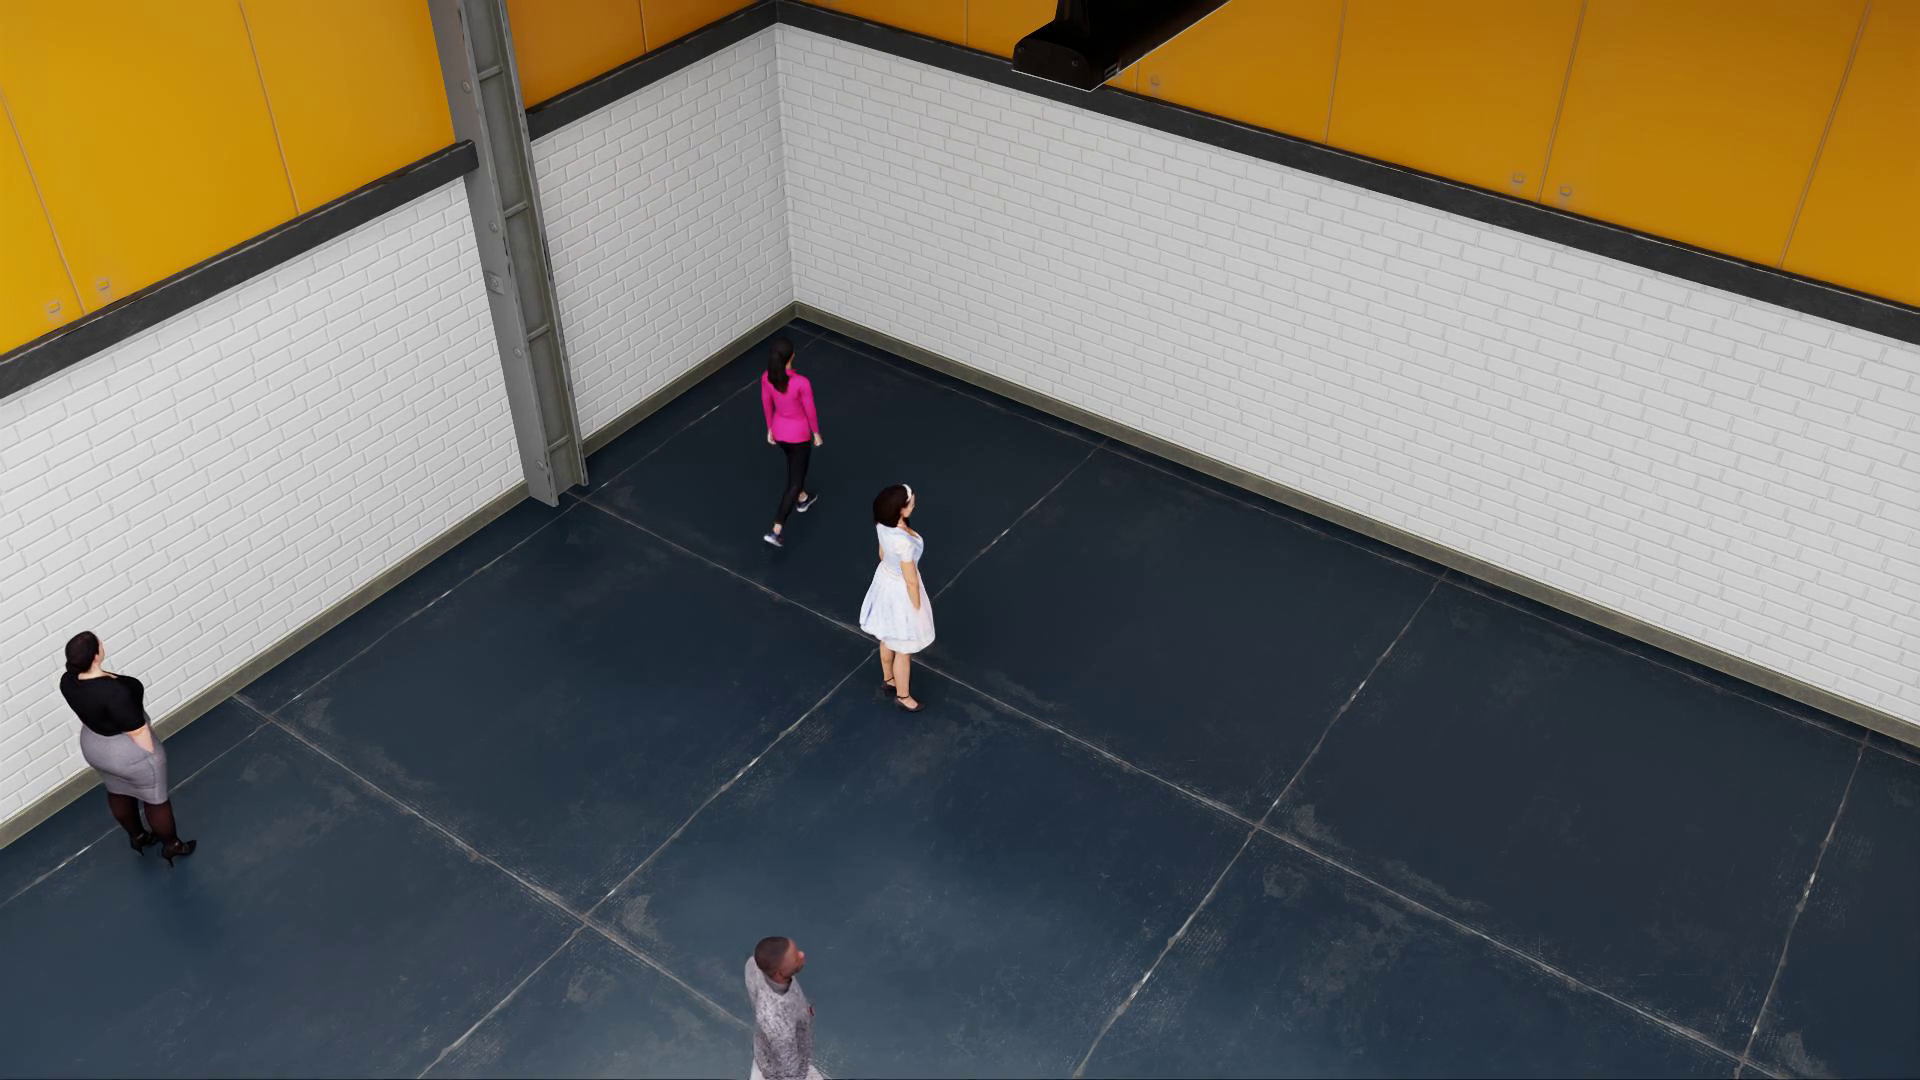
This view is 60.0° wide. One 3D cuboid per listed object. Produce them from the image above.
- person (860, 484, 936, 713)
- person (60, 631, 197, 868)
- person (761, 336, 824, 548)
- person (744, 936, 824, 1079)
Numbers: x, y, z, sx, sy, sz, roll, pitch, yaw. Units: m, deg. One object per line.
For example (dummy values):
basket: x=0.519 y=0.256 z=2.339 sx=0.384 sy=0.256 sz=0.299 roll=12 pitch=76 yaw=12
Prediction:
person: x=-0.402 y=0.392 z=10.938 sx=0.880 sy=1.810 sz=0.837 roll=-17 pitch=42 yaw=-20
person: x=-4.996 y=1.262 z=9.893 sx=0.717 sy=1.755 sz=0.698 roll=13 pitch=40 yaw=16
person: x=-1.299 y=-0.719 z=12.442 sx=0.654 sy=1.668 sz=1.124 roll=19 pitch=42 yaw=22
person: x=-0.965 y=2.578 z=8.213 sx=1.283 sy=1.794 sz=1.061 roll=-17 pitch=41 yaw=-20
